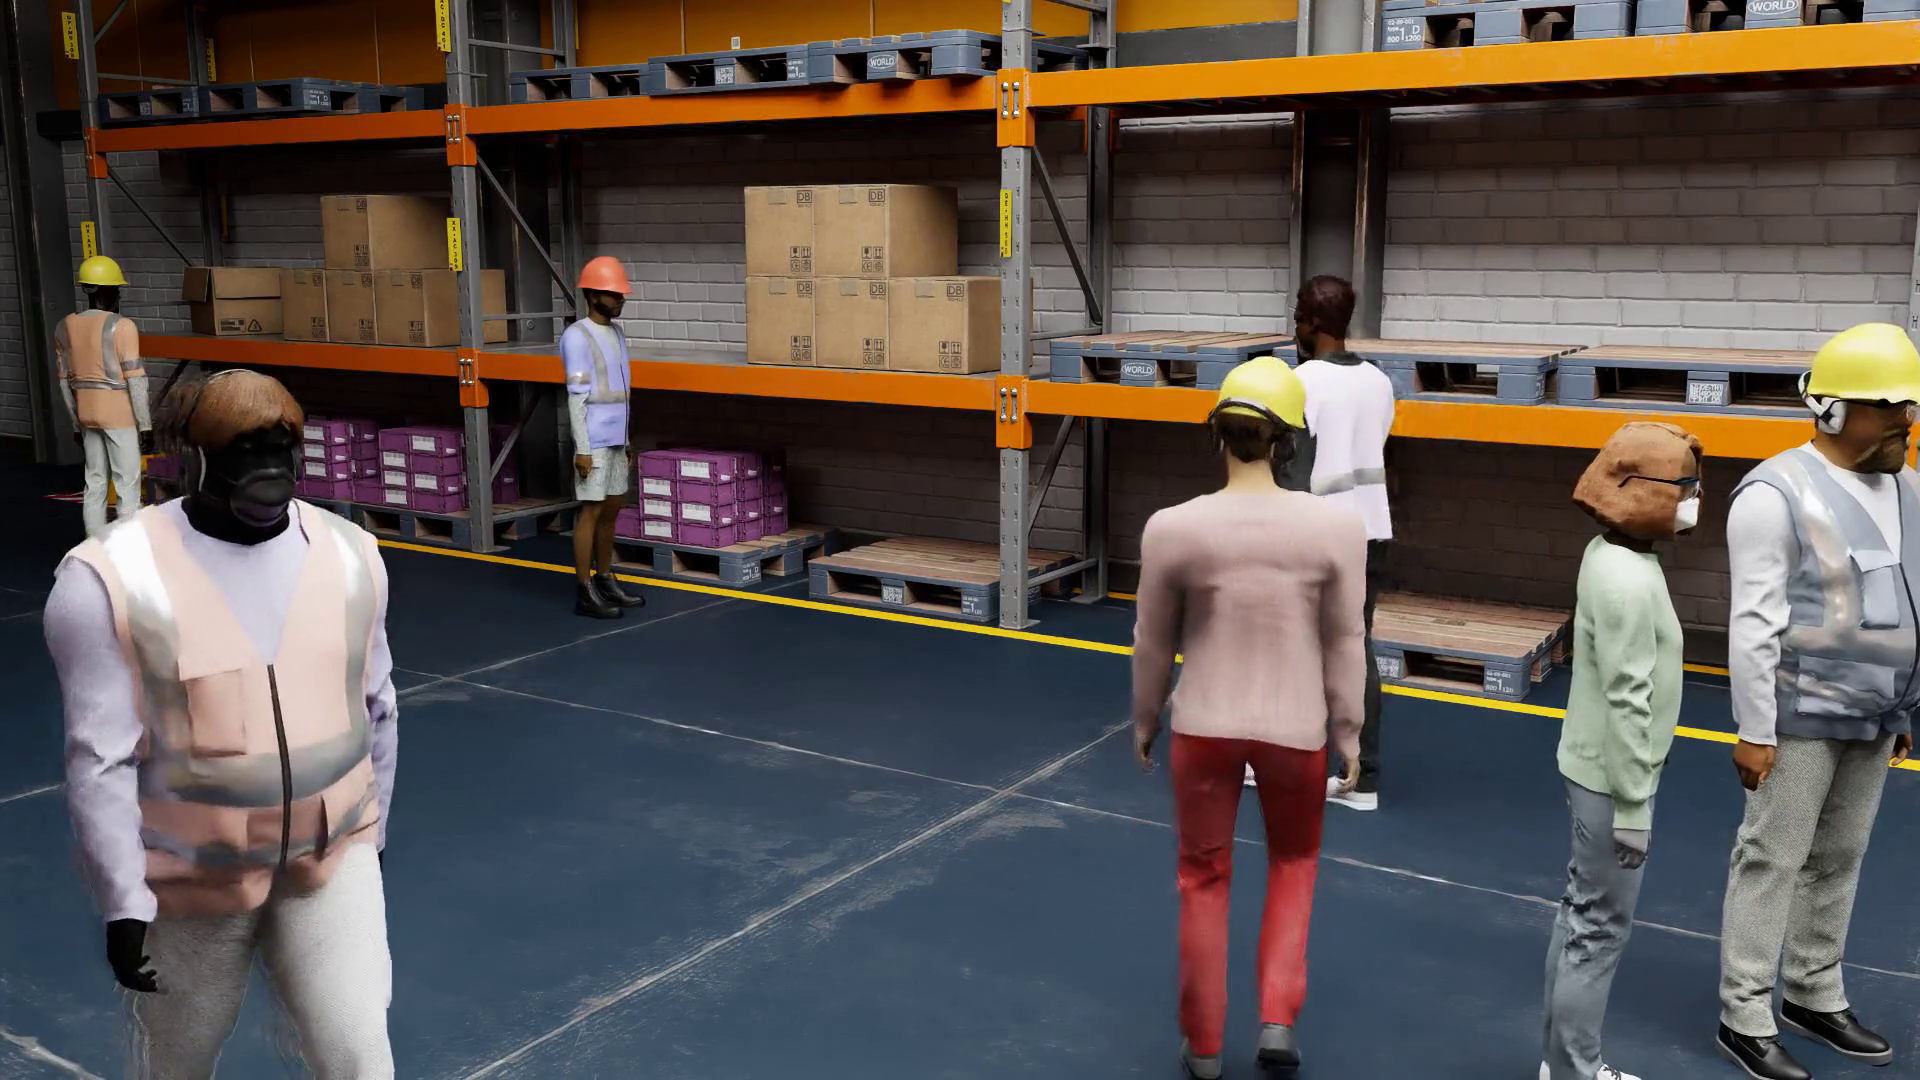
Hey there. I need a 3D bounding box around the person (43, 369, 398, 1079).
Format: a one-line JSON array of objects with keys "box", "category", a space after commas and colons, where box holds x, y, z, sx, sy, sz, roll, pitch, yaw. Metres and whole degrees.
[{"box": [-1.366, 0.569, 3.158, 0.620, 1.806, 0.939, -9, 13, -39], "category": "person"}]

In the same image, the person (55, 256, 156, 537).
[{"box": [-5.079, -0.723, 9.948, 0.585, 1.928, 0.370, 3, 11, 16], "category": "person"}]

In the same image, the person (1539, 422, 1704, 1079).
[{"box": [1.477, 0.548, 3.724, 0.275, 1.633, 0.507, 3, 11, 16], "category": "person"}]

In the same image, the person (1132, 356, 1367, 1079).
[{"box": [0.672, 0.447, 3.926, 0.541, 1.751, 0.353, 1, 10, 8], "category": "person"}]

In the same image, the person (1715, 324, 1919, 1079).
[{"box": [2.091, 0.400, 3.999, 0.600, 1.829, 0.404, -5, 12, -27], "category": "person"}]

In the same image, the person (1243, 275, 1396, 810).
[{"box": [1.256, 0.002, 6.018, 0.625, 1.889, 0.775, -8, 13, -38], "category": "person"}]

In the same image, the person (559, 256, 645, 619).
[{"box": [-1.903, -0.550, 8.970, 0.378, 1.932, 0.551, 3, 11, 15], "category": "person"}]
